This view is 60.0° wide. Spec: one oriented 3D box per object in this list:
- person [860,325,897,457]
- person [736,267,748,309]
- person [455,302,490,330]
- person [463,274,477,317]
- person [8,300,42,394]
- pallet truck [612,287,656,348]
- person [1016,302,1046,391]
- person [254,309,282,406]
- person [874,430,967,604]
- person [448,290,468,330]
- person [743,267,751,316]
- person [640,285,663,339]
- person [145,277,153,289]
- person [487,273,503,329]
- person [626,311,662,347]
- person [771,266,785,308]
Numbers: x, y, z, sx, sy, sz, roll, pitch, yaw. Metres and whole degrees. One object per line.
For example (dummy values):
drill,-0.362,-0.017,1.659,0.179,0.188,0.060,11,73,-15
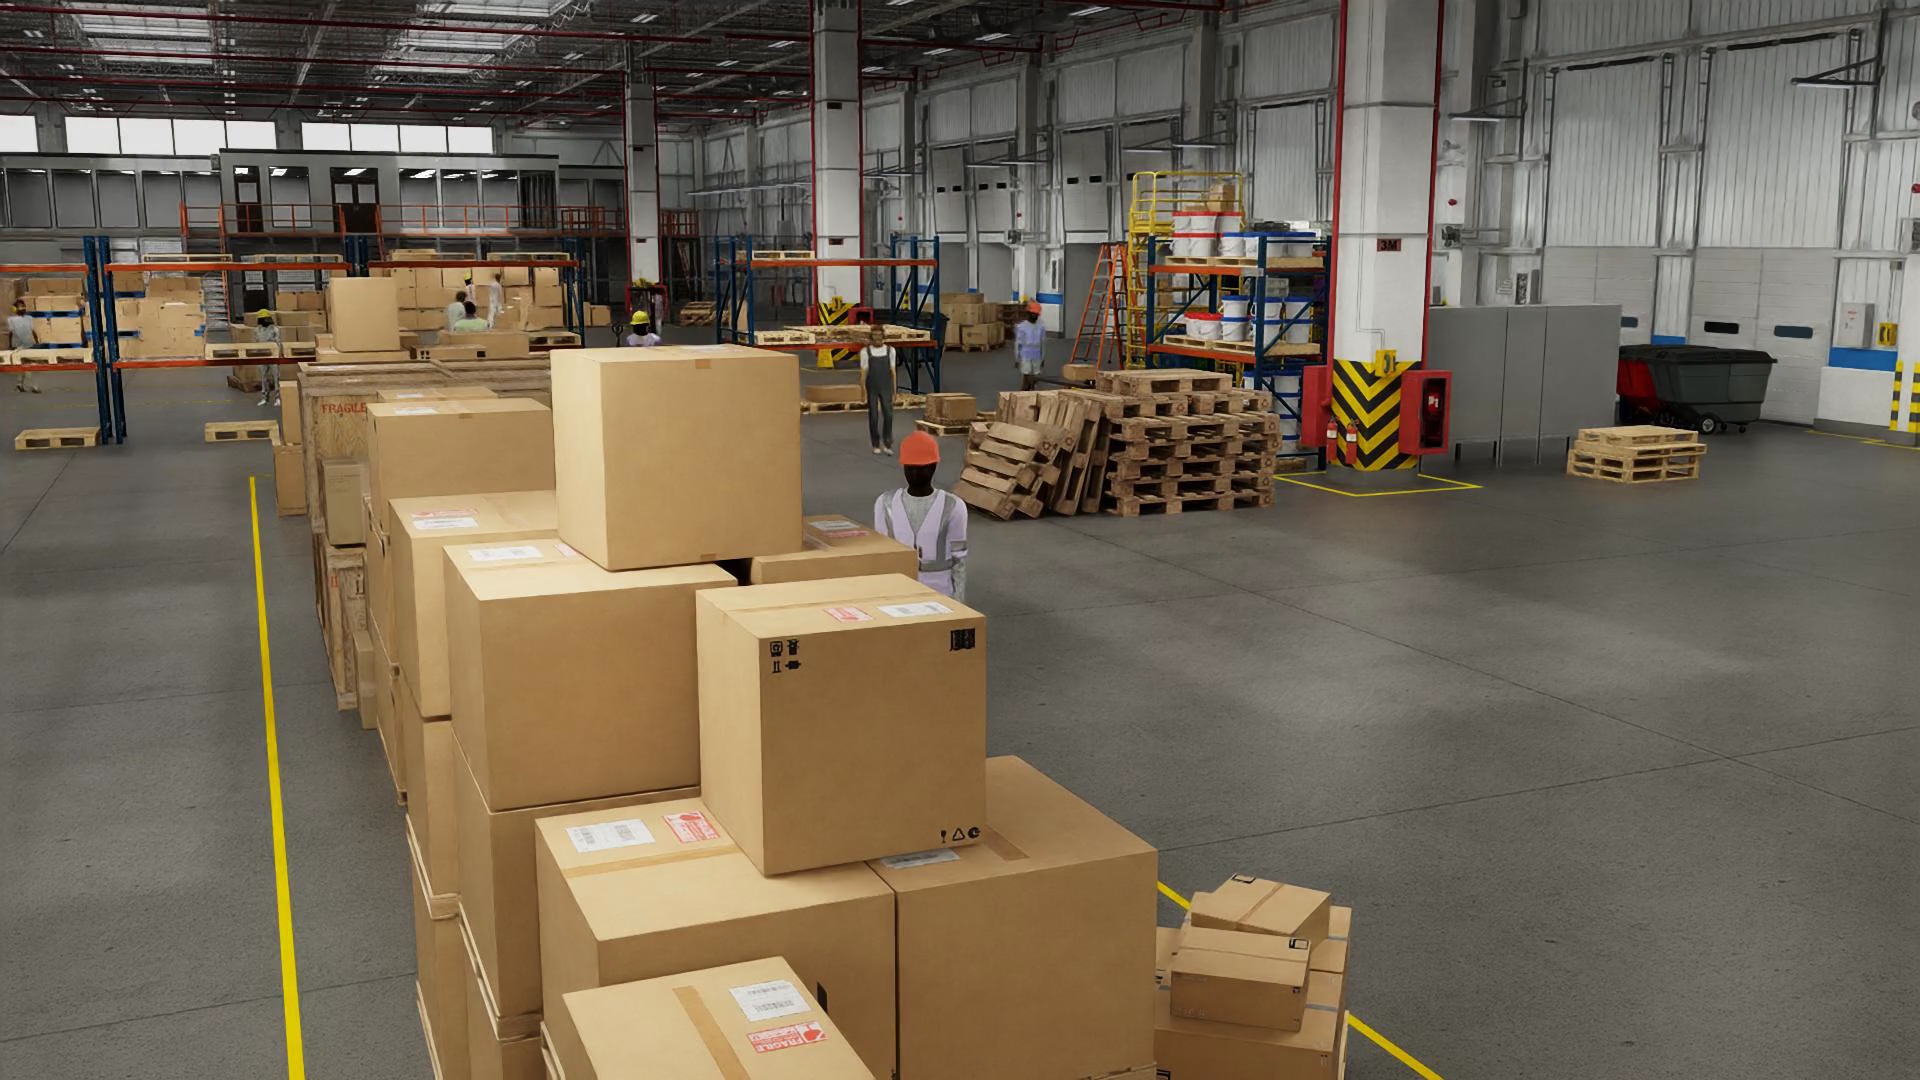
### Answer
person,-1.109,-2.042,22.893,0.522,1.806,0.875,-2,10,-9
person,-9.299,-10.735,70.832,0.628,1.815,0.823,0,10,0
person,-8.617,-3.267,29.510,0.642,1.885,0.850,-4,11,-22
person,-14.915,-7.126,50.618,0.381,1.917,0.586,1,10,6
person,-18.165,-3.751,32.284,0.953,1.832,0.535,6,12,31
pallet truck,-6.464,-4.406,35.401,0.823,1.965,1.885,6,12,32
person,1.217,-3.216,29.092,0.563,1.911,0.582,-3,11,-18
person,-12.444,-3.279,29.895,0.492,1.742,0.323,1,10,5
person,-0.233,0.345,9.374,0.545,1.942,0.349,1,10,8
person,-10.858,-4.440,35.879,0.652,1.903,0.829,8,13,38
person,-8.198,-9.579,64.086,0.370,1.933,0.551,-1,10,-4
person,-8.074,-5.785,43.582,0.644,1.796,0.971,-5,11,-24
person,-21.322,-5.959,43.984,0.630,1.980,0.491,8,13,38
person,-14.699,-7.507,52.792,0.774,1.893,0.630,0,10,-3
person,-4.709,-2.436,24.747,0.594,1.922,0.374,3,11,18
person,-7.947,-11.083,72.387,0.616,1.928,1.069,-5,12,-27
